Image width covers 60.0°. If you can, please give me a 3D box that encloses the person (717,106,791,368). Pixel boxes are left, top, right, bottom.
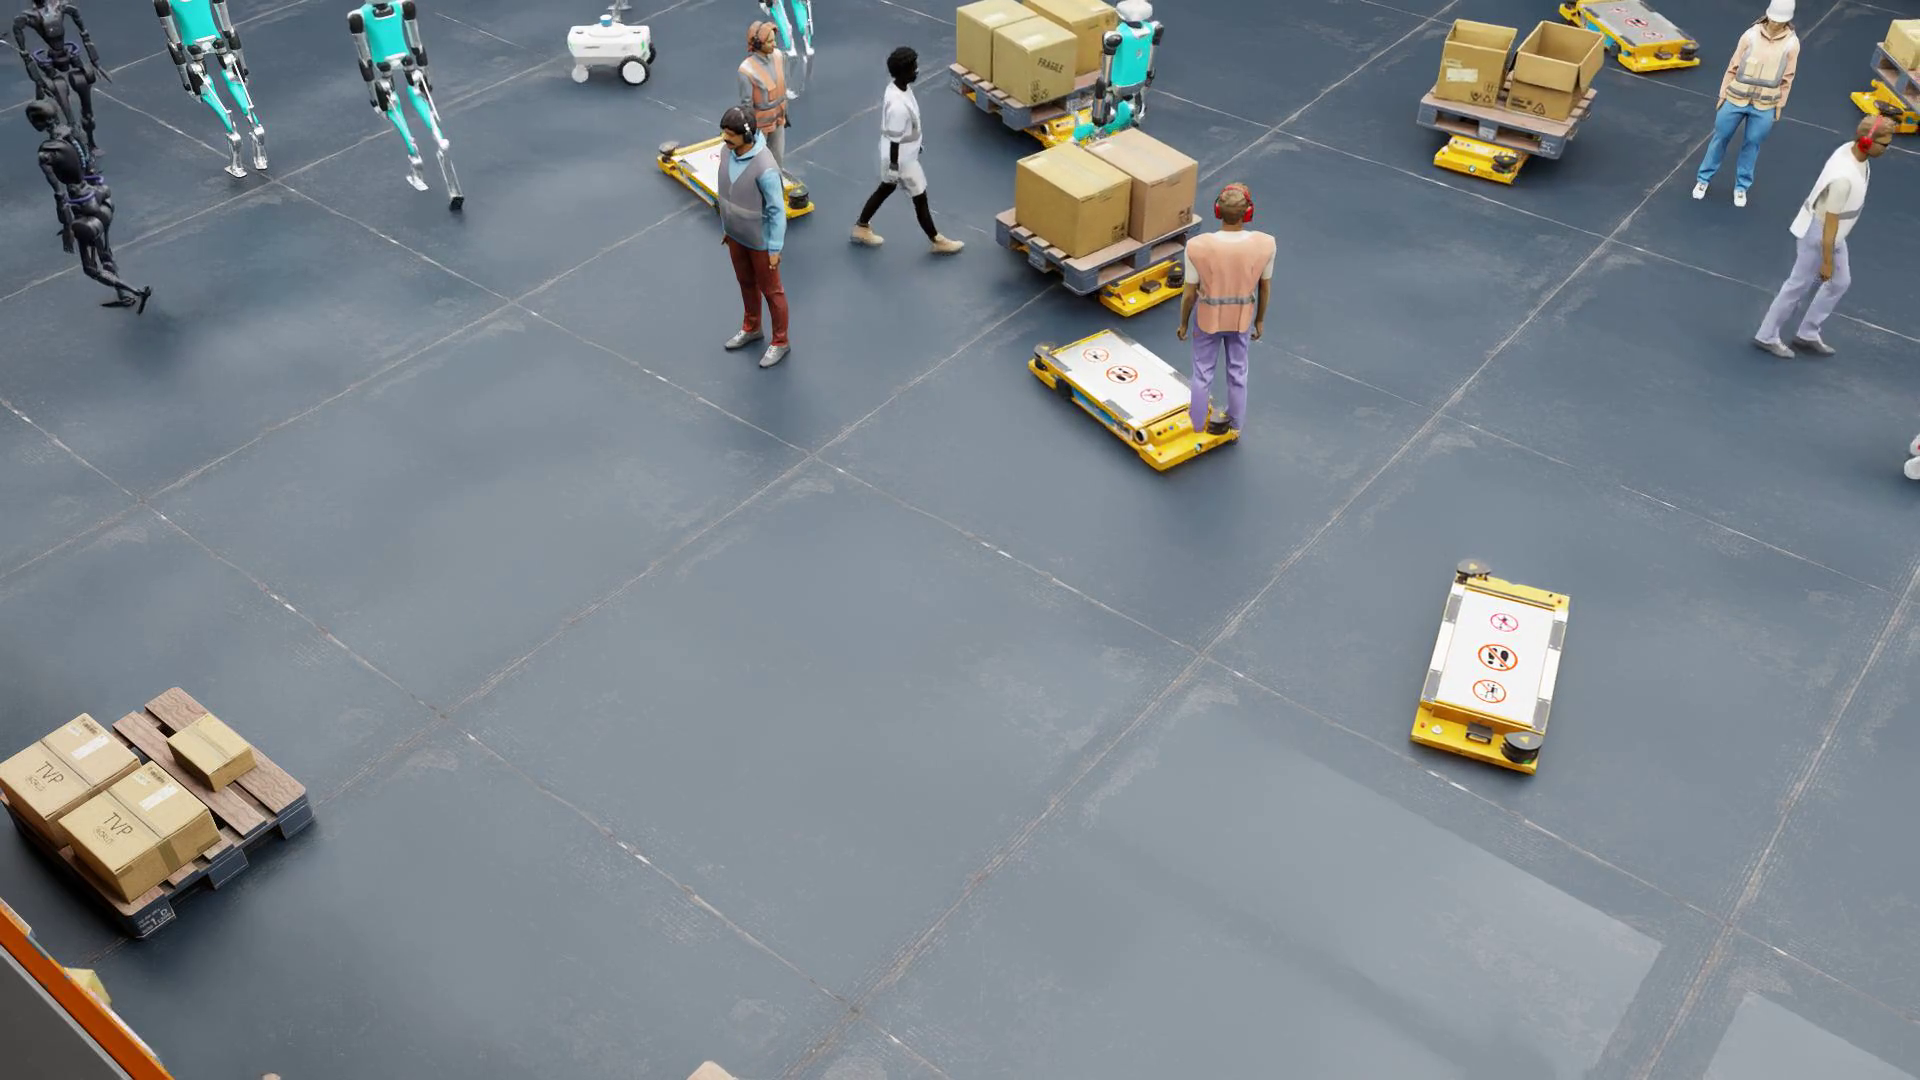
[{"bbox_3d":[-1.393,-2.062,11.261,0.545,1.877,0.407,31,49,31],"label":"person"}]

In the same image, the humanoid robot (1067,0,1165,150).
[{"bbox_3d":[1.146,-3.416,12.916,0.550,1.719,0.733,-23,46,-25],"label":"humanoid robot"}]

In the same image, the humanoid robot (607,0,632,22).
[{"bbox_3d":[-3.309,-5.784,15.744,0.693,1.788,0.533,-9,41,-10],"label":"humanoid robot"}]

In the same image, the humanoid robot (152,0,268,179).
[{"bbox_3d":[-5.834,-3.638,13.124,0.533,1.673,0.735,-26,47,-27],"label":"humanoid robot"}]

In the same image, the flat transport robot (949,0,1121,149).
[{"bbox_3d":[0.689,-3.810,14.560,0.659,0.231,1.431,-24,46,-26],"label":"flat transport robot"}]

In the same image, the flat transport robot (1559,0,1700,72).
[{"bbox_3d":[6.338,-4.832,15.762,0.659,0.231,1.431,-8,41,-10],"label":"flat transport robot"}]

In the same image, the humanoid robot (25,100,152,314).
[{"bbox_3d":[-6.112,-2.351,11.758,0.491,1.637,0.609,1,40,1],"label":"humanoid robot"}]

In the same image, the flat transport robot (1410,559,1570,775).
[{"bbox_3d":[2.983,0.677,9.282,0.659,0.231,1.431,15,43,17],"label":"flat transport robot"}]

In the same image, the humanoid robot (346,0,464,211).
[{"bbox_3d":[-4.241,-3.391,12.945,0.530,1.772,0.964,-26,47,-27],"label":"humanoid robot"}]

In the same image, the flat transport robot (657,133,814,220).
[{"bbox_3d":[-1.841,-2.936,13.532,0.659,0.231,1.431,-25,46,-27],"label":"flat transport robot"}]

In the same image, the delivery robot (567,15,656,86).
[{"bbox_3d":[-3.170,-4.468,15.102,0.774,0.581,0.499,0,40,0],"label":"delivery robot"}]

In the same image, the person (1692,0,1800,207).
[{"bbox_3d":[6.191,-3.441,13.007,0.487,1.721,0.379,17,43,19],"label":"person"}]

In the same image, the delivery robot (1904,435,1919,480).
[{"bbox_3d":[6.479,-0.555,10.524,0.796,0.613,0.499,22,45,24],"label":"delivery robot"}]

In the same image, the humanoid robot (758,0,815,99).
[{"bbox_3d":[-1.436,-4.664,14.483,0.542,1.851,0.713,-19,44,-21],"label":"humanoid robot"}]

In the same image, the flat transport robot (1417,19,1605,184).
[{"bbox_3d":[4.610,-3.473,14.163,0.659,0.231,1.431,22,45,24],"label":"flat transport robot"}]

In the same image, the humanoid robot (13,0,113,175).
[{"bbox_3d":[-7.219,-3.784,13.471,0.594,1.624,0.753,-33,50,-32],"label":"humanoid robot"}]

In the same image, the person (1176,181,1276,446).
[{"bbox_3d":[1.650,-1.369,10.475,0.562,1.840,0.394,-2,40,-3],"label":"person"}]

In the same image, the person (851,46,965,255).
[{"bbox_3d":[-0.437,-2.892,12.412,0.854,1.654,0.533,-2,40,-2],"label":"person"}]

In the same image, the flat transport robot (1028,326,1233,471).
[{"bbox_3d":[1.148,-0.995,11.249,0.659,0.231,1.431,-24,46,-26],"label":"flat transport robot"}]

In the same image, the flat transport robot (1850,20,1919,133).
[{"bbox_3d":[8.650,-3.791,14.538,1.431,0.231,0.659,0,40,0],"label":"flat transport robot"}]

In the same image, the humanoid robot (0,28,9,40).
[{"bbox_3d":[-9.329,-5.398,15.337,0.613,1.639,0.383,-22,45,-24],"label":"humanoid robot"}]

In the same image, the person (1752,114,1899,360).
[{"bbox_3d":[5.942,-2.002,11.231,0.657,1.821,0.590,24,46,26],"label":"person"}]

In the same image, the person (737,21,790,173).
[{"bbox_3d":[-1.489,-3.195,12.788,0.314,1.633,0.516,23,45,24],"label":"person"}]

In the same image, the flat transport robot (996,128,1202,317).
[{"bbox_3d":[1.030,-2.162,12.621,0.659,0.231,1.431,-27,47,-28],"label":"flat transport robot"}]
